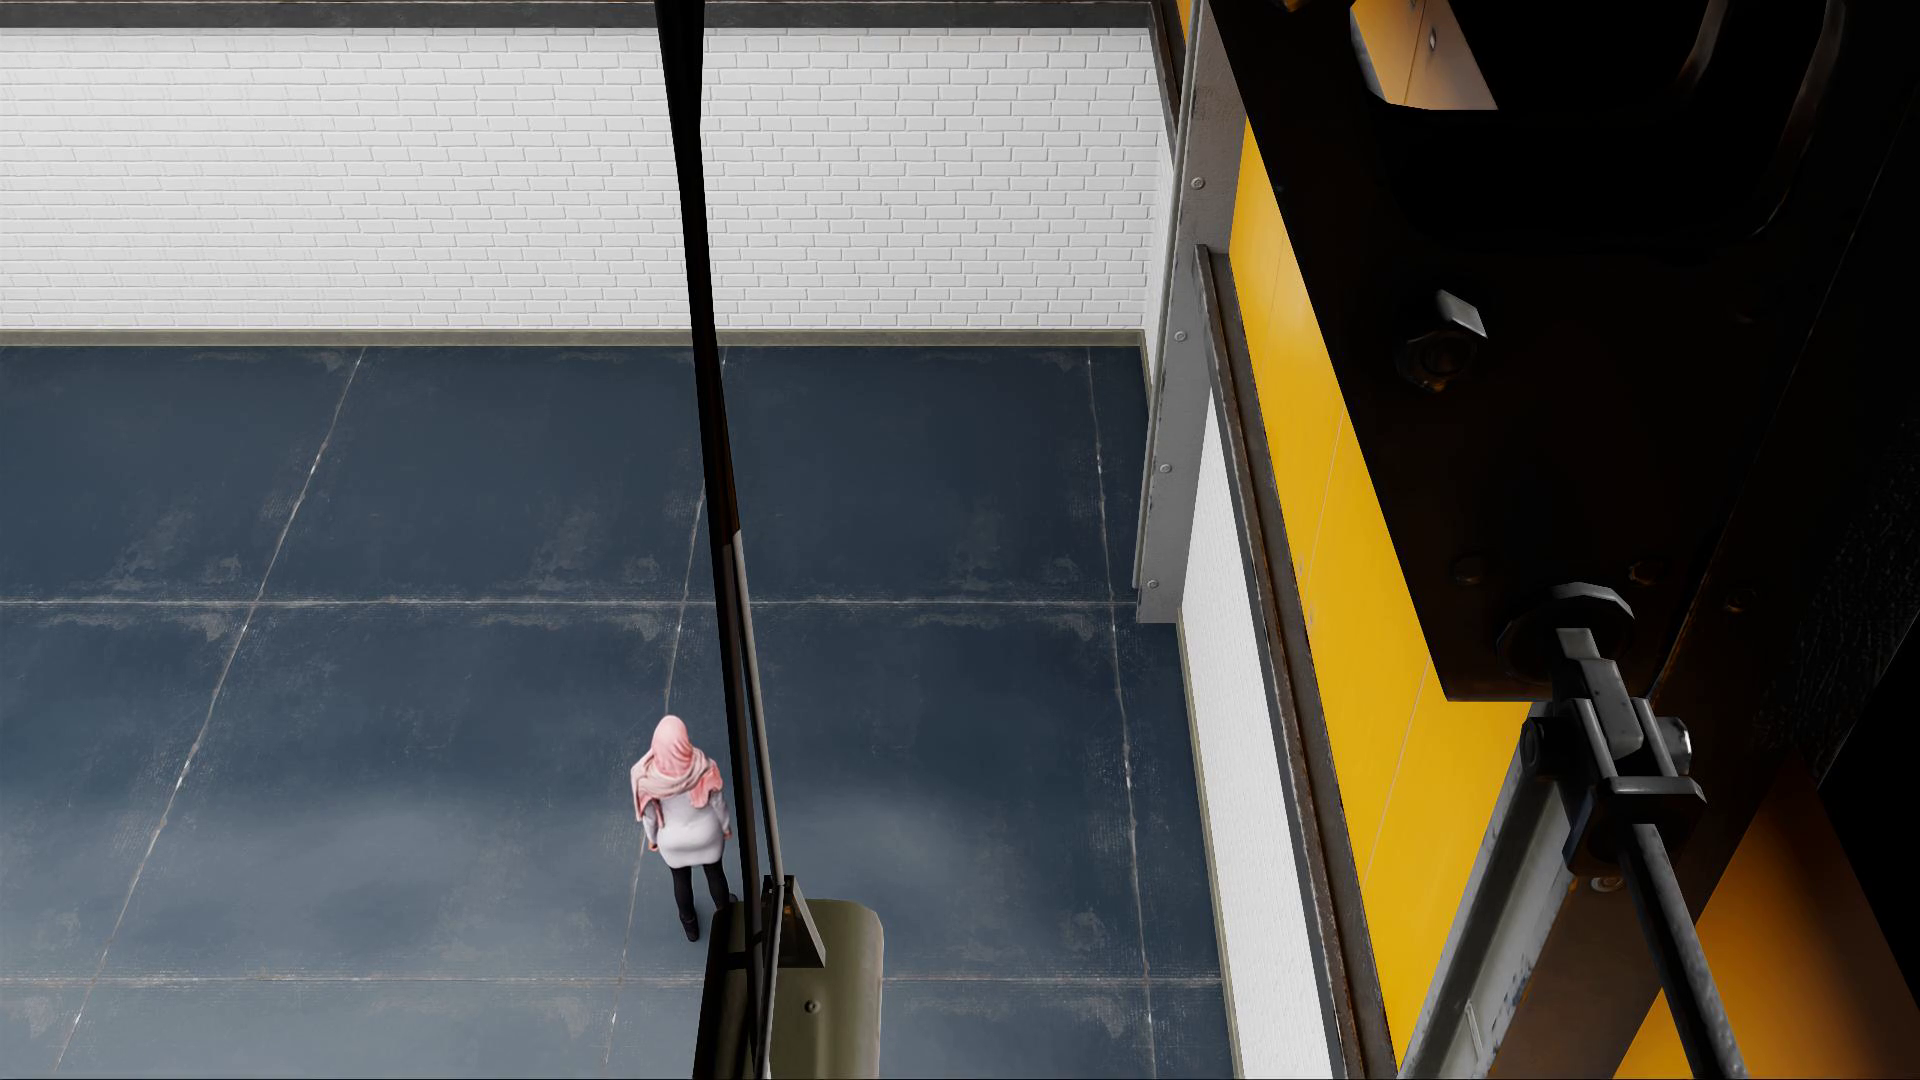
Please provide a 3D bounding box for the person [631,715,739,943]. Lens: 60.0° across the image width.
[{"bbox_3d":[-1.491,1.593,9.134,0.669,1.803,0.633,-6,44,-7],"label":"person"}]
